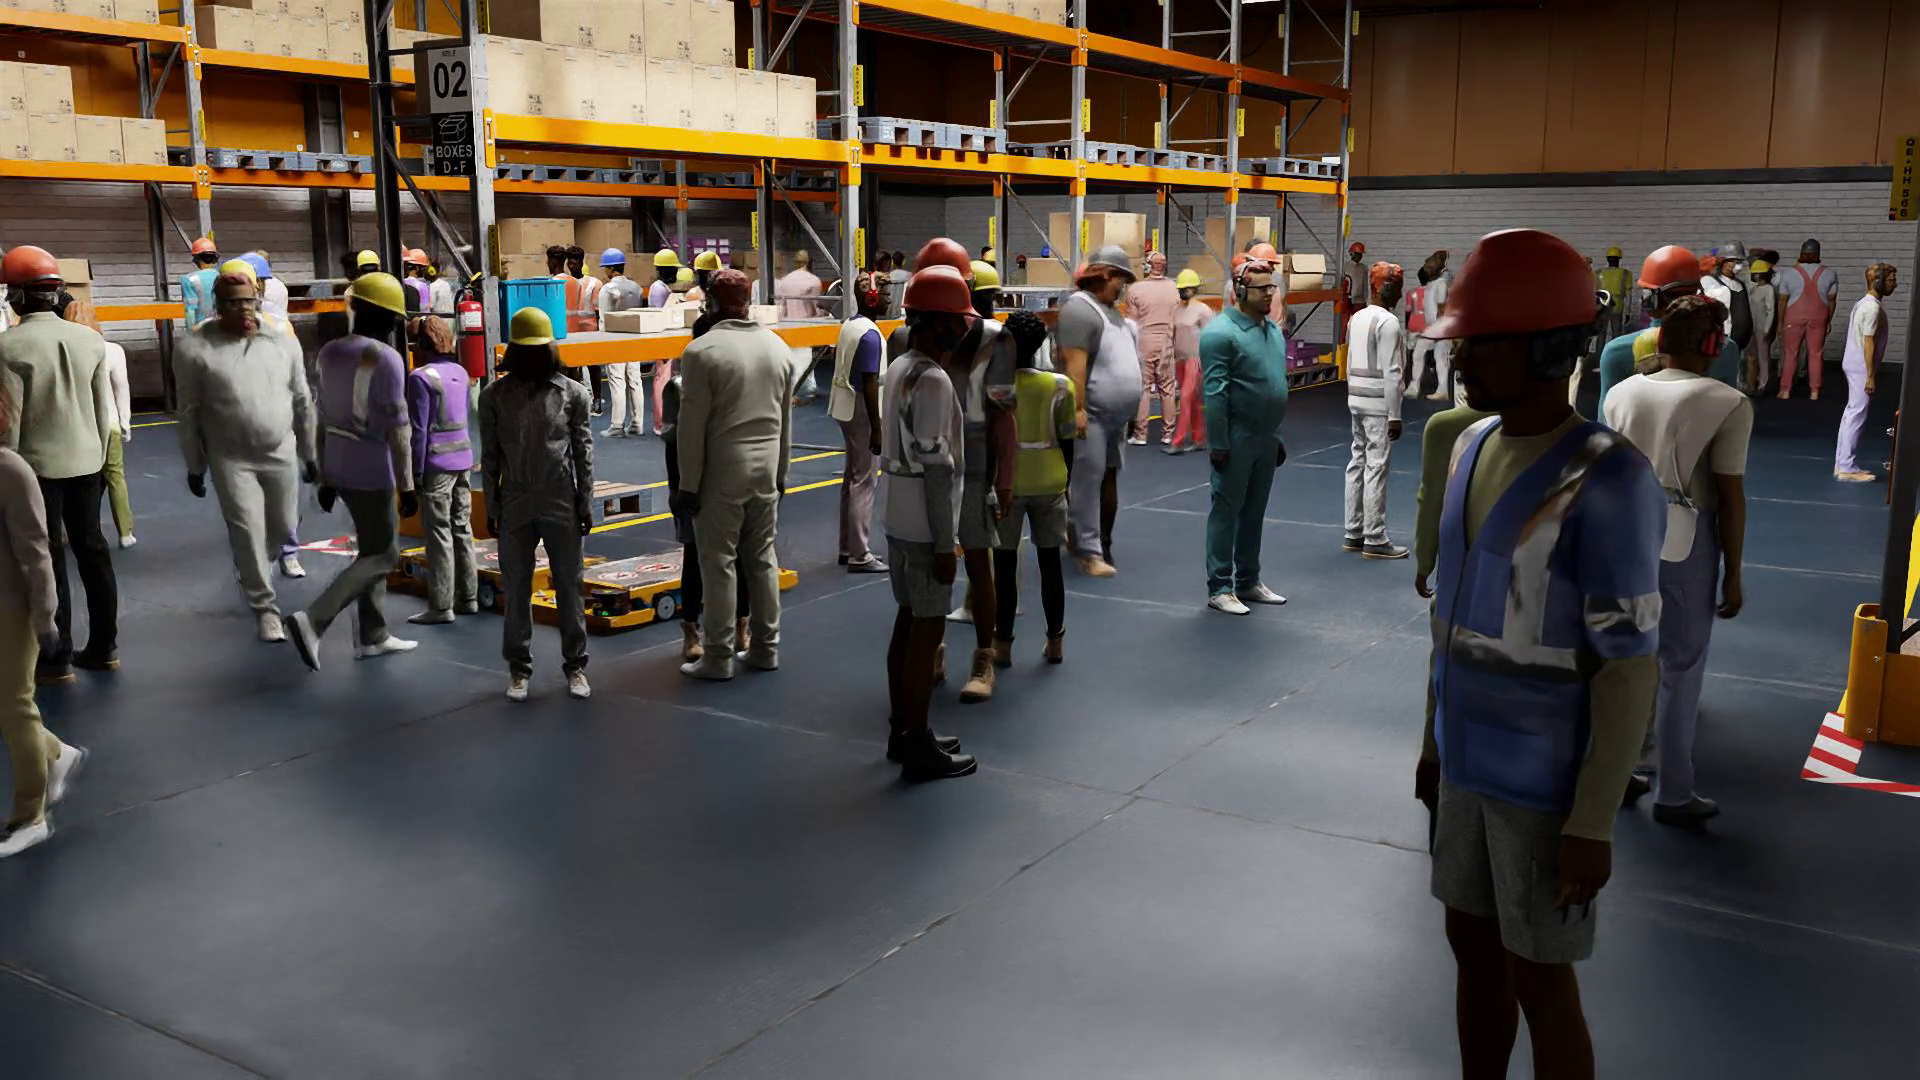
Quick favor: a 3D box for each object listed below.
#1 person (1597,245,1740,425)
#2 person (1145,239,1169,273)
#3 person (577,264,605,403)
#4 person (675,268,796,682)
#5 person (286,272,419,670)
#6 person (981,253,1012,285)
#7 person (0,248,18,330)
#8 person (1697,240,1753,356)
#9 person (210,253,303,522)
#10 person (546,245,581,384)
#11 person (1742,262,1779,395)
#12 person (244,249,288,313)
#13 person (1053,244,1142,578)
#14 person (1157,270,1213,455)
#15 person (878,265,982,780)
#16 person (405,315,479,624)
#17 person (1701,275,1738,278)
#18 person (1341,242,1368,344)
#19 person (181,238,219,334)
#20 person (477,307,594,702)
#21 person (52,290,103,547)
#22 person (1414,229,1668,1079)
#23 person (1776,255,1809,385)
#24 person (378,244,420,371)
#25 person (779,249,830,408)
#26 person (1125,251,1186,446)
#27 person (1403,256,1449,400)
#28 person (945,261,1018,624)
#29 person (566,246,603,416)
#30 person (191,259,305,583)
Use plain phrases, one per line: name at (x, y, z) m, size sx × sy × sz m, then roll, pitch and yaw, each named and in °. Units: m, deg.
person at (3.003, -0.253, 7.154) m, size 0.611 × 1.997 × 0.375 m, roll -1°, pitch 10°, yaw -6°
person at (3.121, -3.888, 27.175) m, size 0.394 × 2.040 × 0.610 m, roll -9°, pitch 13°, yaw -39°
person at (-4.689, -2.565, 20.667) m, size 0.486 × 1.745 × 0.295 m, roll 6°, pitch 12°, yaw 29°
person at (-1.053, -0.299, 7.707) m, size 0.400 × 1.896 × 0.653 m, roll 9°, pitch 13°, yaw 40°
person at (-2.867, -0.307, 7.800) m, size 0.597 × 1.878 × 0.692 m, roll 8°, pitch 13°, yaw 38°
person at (0.390, -2.811, 21.660) m, size 0.576 × 1.879 × 0.352 m, roll 2°, pitch 10°, yaw 12°
person at (-8.266, -1.487, 13.870) m, size 0.534 × 2.000 × 0.853 m, roll 9°, pitch 13°, yaw 40°
person at (7.719, -2.018, 16.814) m, size 0.682 × 2.000 × 0.535 m, roll -7°, pitch 12°, yaw -33°
person at (-4.902, -1.040, 11.692) m, size 0.645 × 1.929 × 0.539 m, roll 2°, pitch 11°, yaw 14°
person at (-4.513, -2.342, 18.814) m, size 0.361 × 1.963 × 0.618 m, roll 3°, pitch 11°, yaw 19°
person at (10.493, -2.768, 21.813) m, size 0.572 × 1.737 × 0.354 m, roll -5°, pitch 11°, yaw -24°
person at (-7.189, -2.020, 17.147) m, size 0.623 × 1.932 × 0.367 m, roll 3°, pitch 11°, yaw 14°
person at (0.741, -0.813, 10.137) m, size 0.721 × 2.000 × 0.831 m, roll 6°, pitch 12°, yaw 32°
person at (2.092, -1.660, 15.682) m, size 0.771 × 1.740 × 0.533 m, roll -6°, pitch 12°, yaw -32°
person at (-0.107, -0.061, 6.284) m, size 0.388 × 1.930 × 0.544 m, roll -3°, pitch 11°, yaw -16°
person at (-2.750, -0.373, 8.841) m, size 0.313 × 1.631 × 0.525 m, roll 2°, pitch 10°, yaw 13°
person at (9.501, -2.715, 20.925) m, size 0.602 × 1.956 × 0.372 m, roll -1°, pitch 10°, yaw -6°
person at (6.769, -4.118, 28.609) m, size 0.612 × 1.986 × 0.407 m, roll -4°, pitch 11°, yaw -23°
person at (-8.089, -2.227, 17.960) m, size 0.394 × 2.044 × 0.609 m, roll 8°, pitch 13°, yaw 36°
person at (-1.851, -0.149, 7.302) m, size 0.485 × 1.737 × 0.321 m, roll -2°, pitch 10°, yaw -11°
person at (-5.916, -0.806, 11.049) m, size 0.318 × 1.697 × 0.533 m, roll -3°, pitch 11°, yaw -14°
person at (1.053, 0.431, 3.237) m, size 0.382 × 2.039 × 0.616 m, roll -2°, pitch 11°, yaw -13°
person at (11.757, -3.091, 23.325) m, size 0.590 × 1.836 × 0.404 m, roll 3°, pitch 11°, yaw 15°
person at (-4.960, -1.623, 14.745) m, size 0.375 × 1.997 × 0.612 m, roll 4°, pitch 11°, yaw 20°
person at (-1.824, -2.565, 20.237) m, size 0.936 × 1.900 × 0.638 m, roll -10°, pitch 14°, yaw -43°
person at (1.903, -1.879, 16.400) m, size 0.651 × 1.912 × 0.409 m, roll -3°, pitch 11°, yaw -14°
person at (5.873, -2.668, 21.020) m, size 0.744 × 1.819 × 0.551 m, roll -1°, pitch 10°, yaw -8°
person at (0.120, -0.511, 8.832) m, size 0.404 × 1.913 × 0.591 m, roll 7°, pitch 12°, yaw 34°
person at (-4.374, -2.392, 19.127) m, size 0.603 × 1.957 × 0.385 m, roll 2°, pitch 10°, yaw 10°
person at (-4.208, -0.698, 9.865) m, size 0.591 × 1.912 × 0.397 m, roll -7°, pitch 12°, yaw -33°
